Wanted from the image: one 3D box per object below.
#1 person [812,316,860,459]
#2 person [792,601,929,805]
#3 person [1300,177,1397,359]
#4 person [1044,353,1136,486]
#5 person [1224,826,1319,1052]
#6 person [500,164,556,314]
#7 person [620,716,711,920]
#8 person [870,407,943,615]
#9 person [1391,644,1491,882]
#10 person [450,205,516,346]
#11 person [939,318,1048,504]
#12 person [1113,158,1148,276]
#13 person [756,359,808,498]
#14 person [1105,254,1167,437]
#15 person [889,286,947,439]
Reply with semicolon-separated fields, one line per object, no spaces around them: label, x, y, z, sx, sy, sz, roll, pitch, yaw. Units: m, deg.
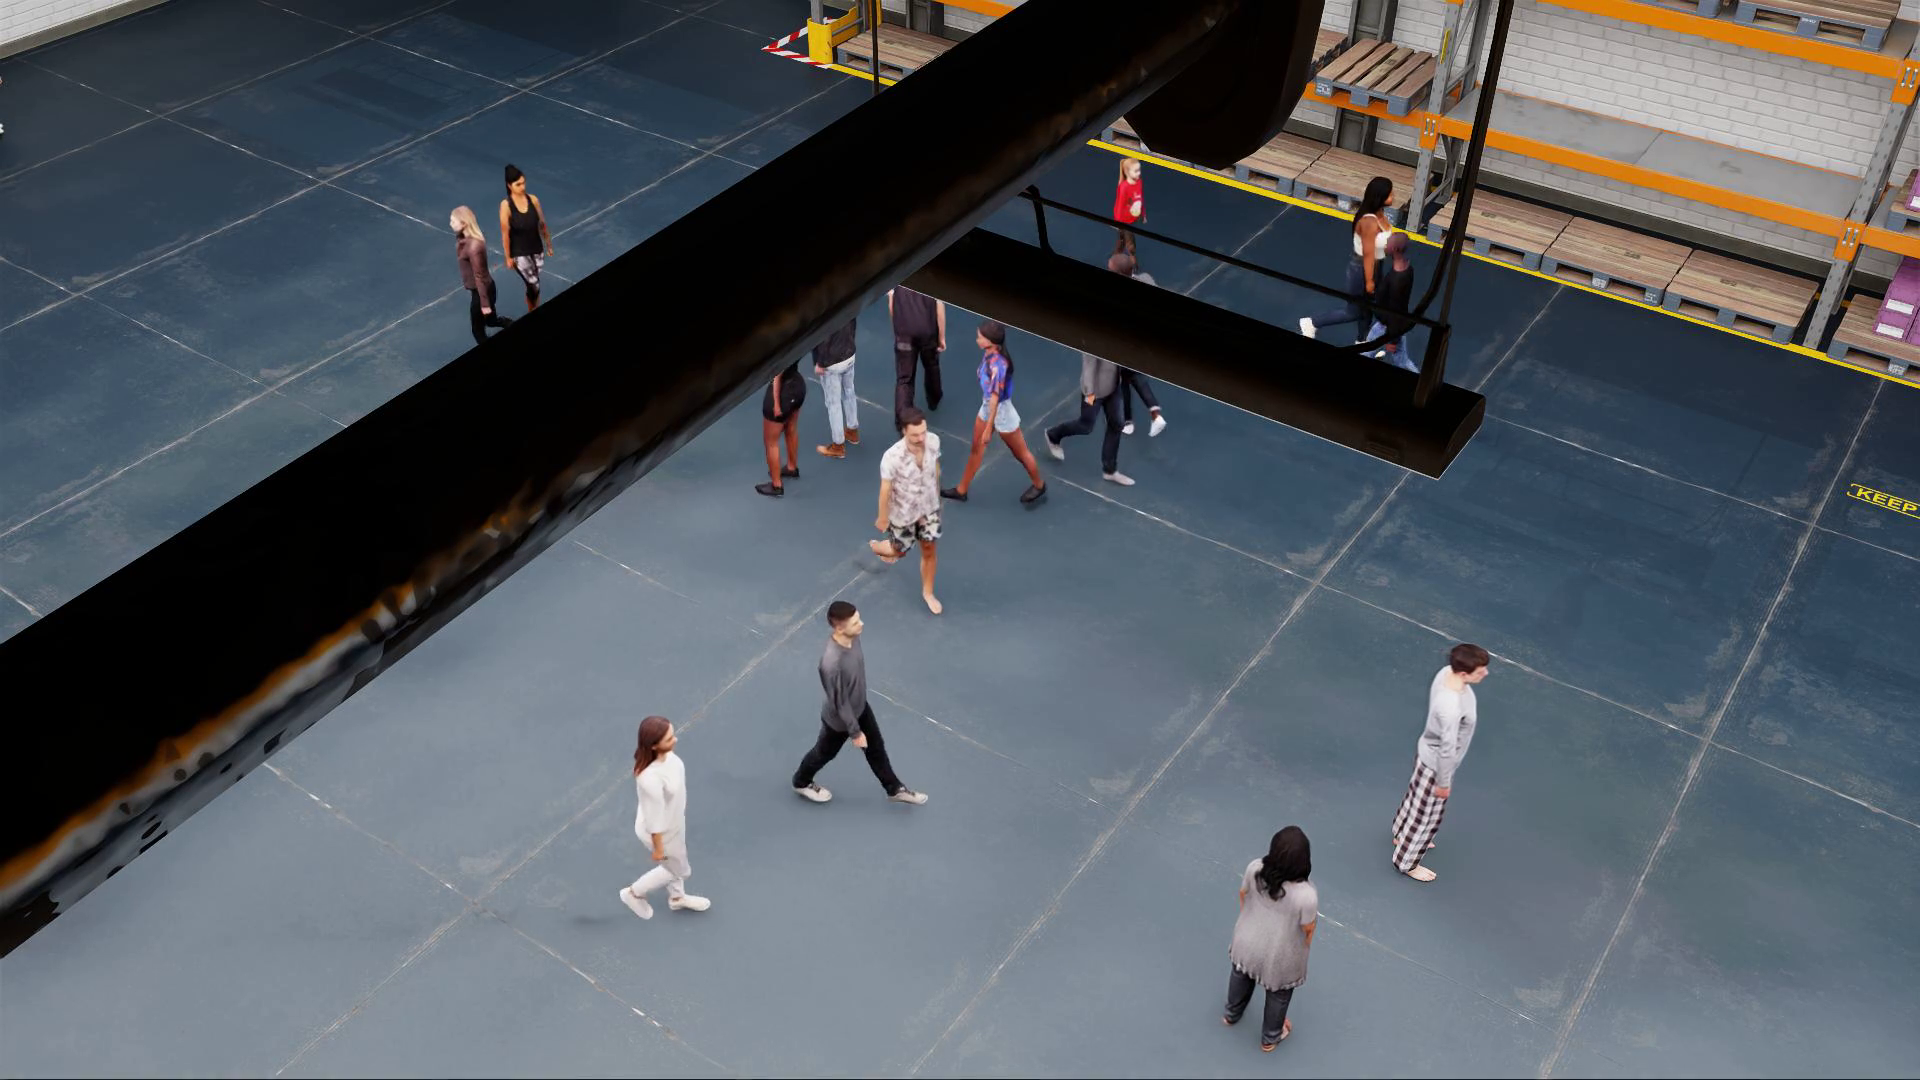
person;-1.022;-1.519;13.863;0.554;1.836;0.663;21;43;24
person;-0.827;1.103;10.679;1.239;1.713;0.927;8;39;10
person;3.562;-2.437;15.053;1.108;1.786;0.804;12;40;14
person;1.079;-1.303;13.587;1.122;1.844;0.748;28;46;30
person;1.749;2.234;9.350;0.613;1.604;0.707;27;46;30
person;-4.100;-2.734;15.531;0.571;1.654;0.615;27;46;29
person;-1.867;1.681;9.984;0.905;1.677;0.833;-2;39;-2
person;-0.407;-0.301;12.385;0.968;1.778;1.152;-25;45;-28
person;2.954;1.339;10.277;0.674;1.847;0.703;8;39;10
person;-4.182;-2.219;14.862;1.020;1.684;1.021;-12;40;-15
person;0.398;-0.985;13.309;1.202;1.694;1.186;-10;40;-12
person;1.605;-3.181;16.400;0.748;1.267;0.504;24;45;27
person;-1.359;-1.164;13.504;0.712;1.731;0.724;8;39;9
person;1.496;-1.566;13.966;0.878;1.782;0.952;-25;45;-28
person;-0.386;-1.688;14.100;1.181;1.806;1.120;2;39;2
